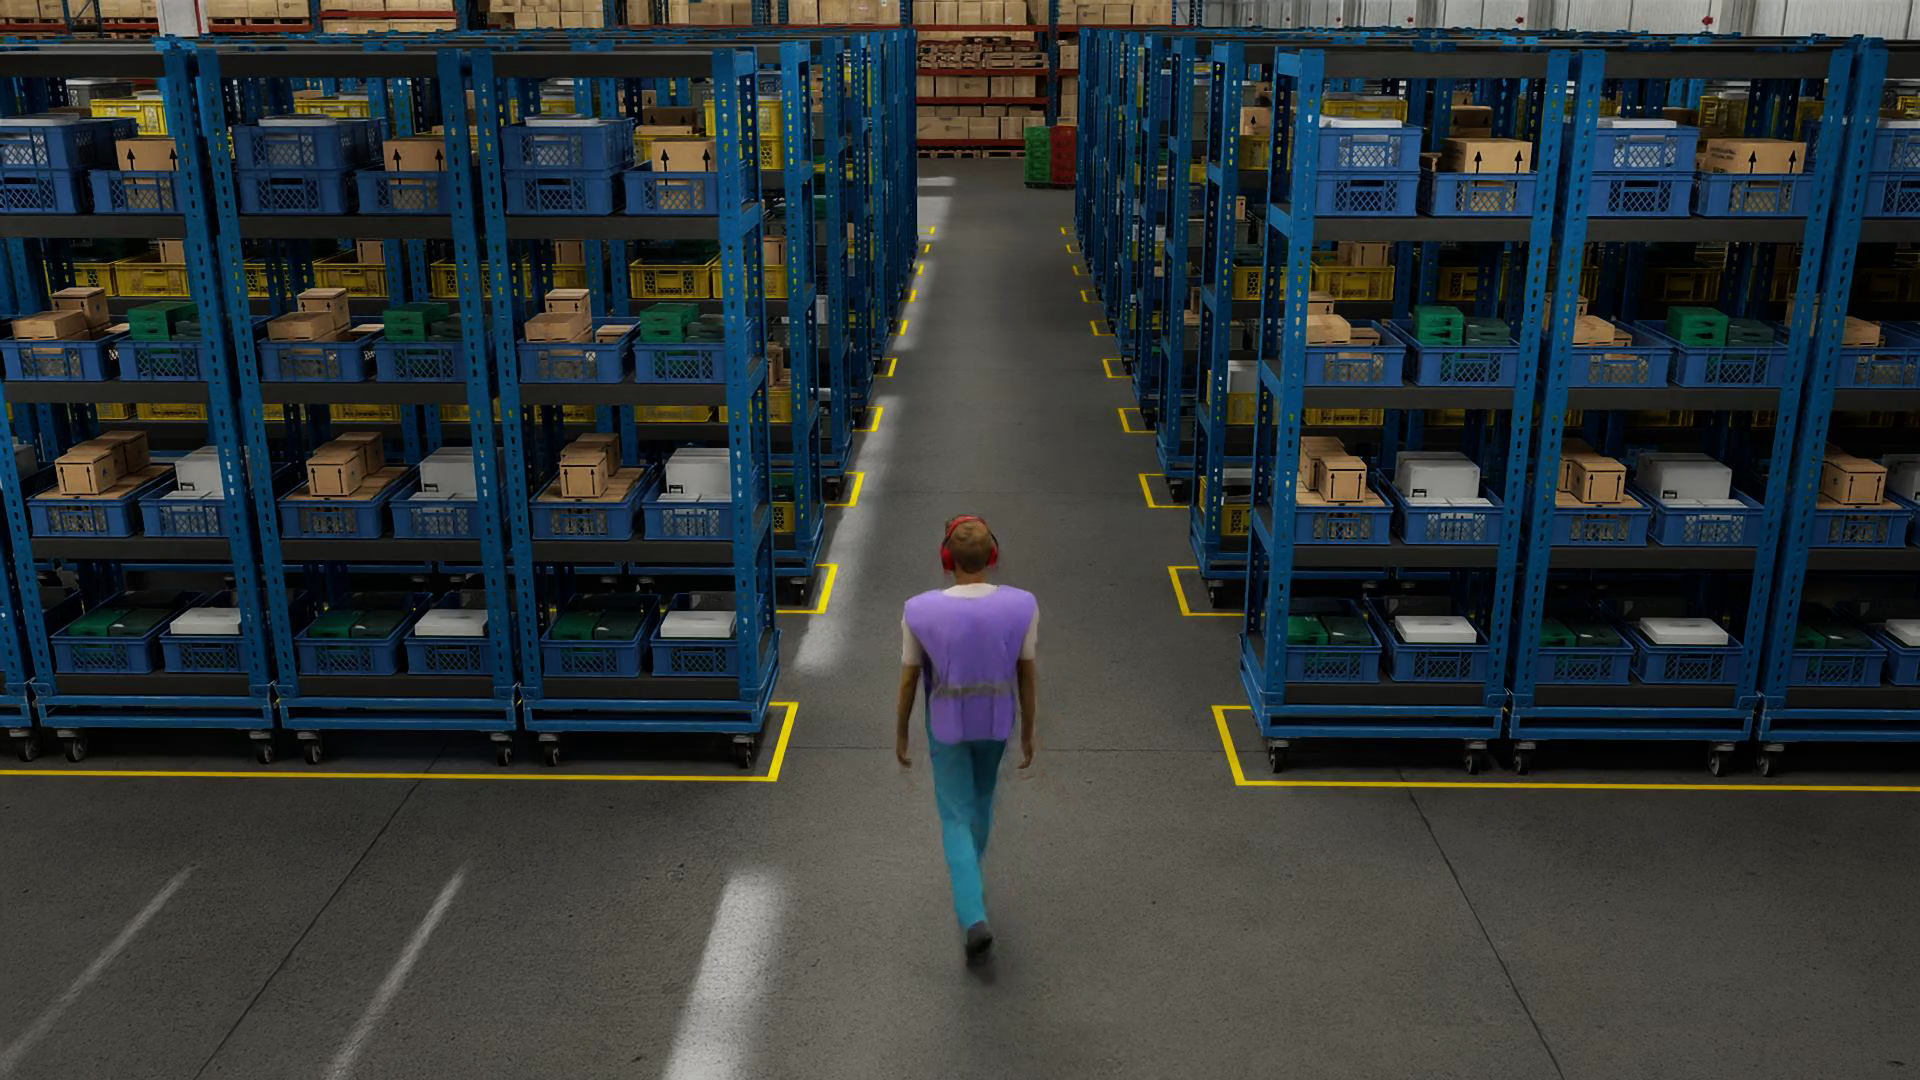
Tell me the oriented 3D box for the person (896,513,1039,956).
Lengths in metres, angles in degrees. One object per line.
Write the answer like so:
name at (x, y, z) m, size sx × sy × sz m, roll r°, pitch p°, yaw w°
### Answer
person at (0.041, 0.787, 6.894) m, size 0.580 × 1.812 × 0.909 m, roll -4°, pitch 18°, yaw -12°
